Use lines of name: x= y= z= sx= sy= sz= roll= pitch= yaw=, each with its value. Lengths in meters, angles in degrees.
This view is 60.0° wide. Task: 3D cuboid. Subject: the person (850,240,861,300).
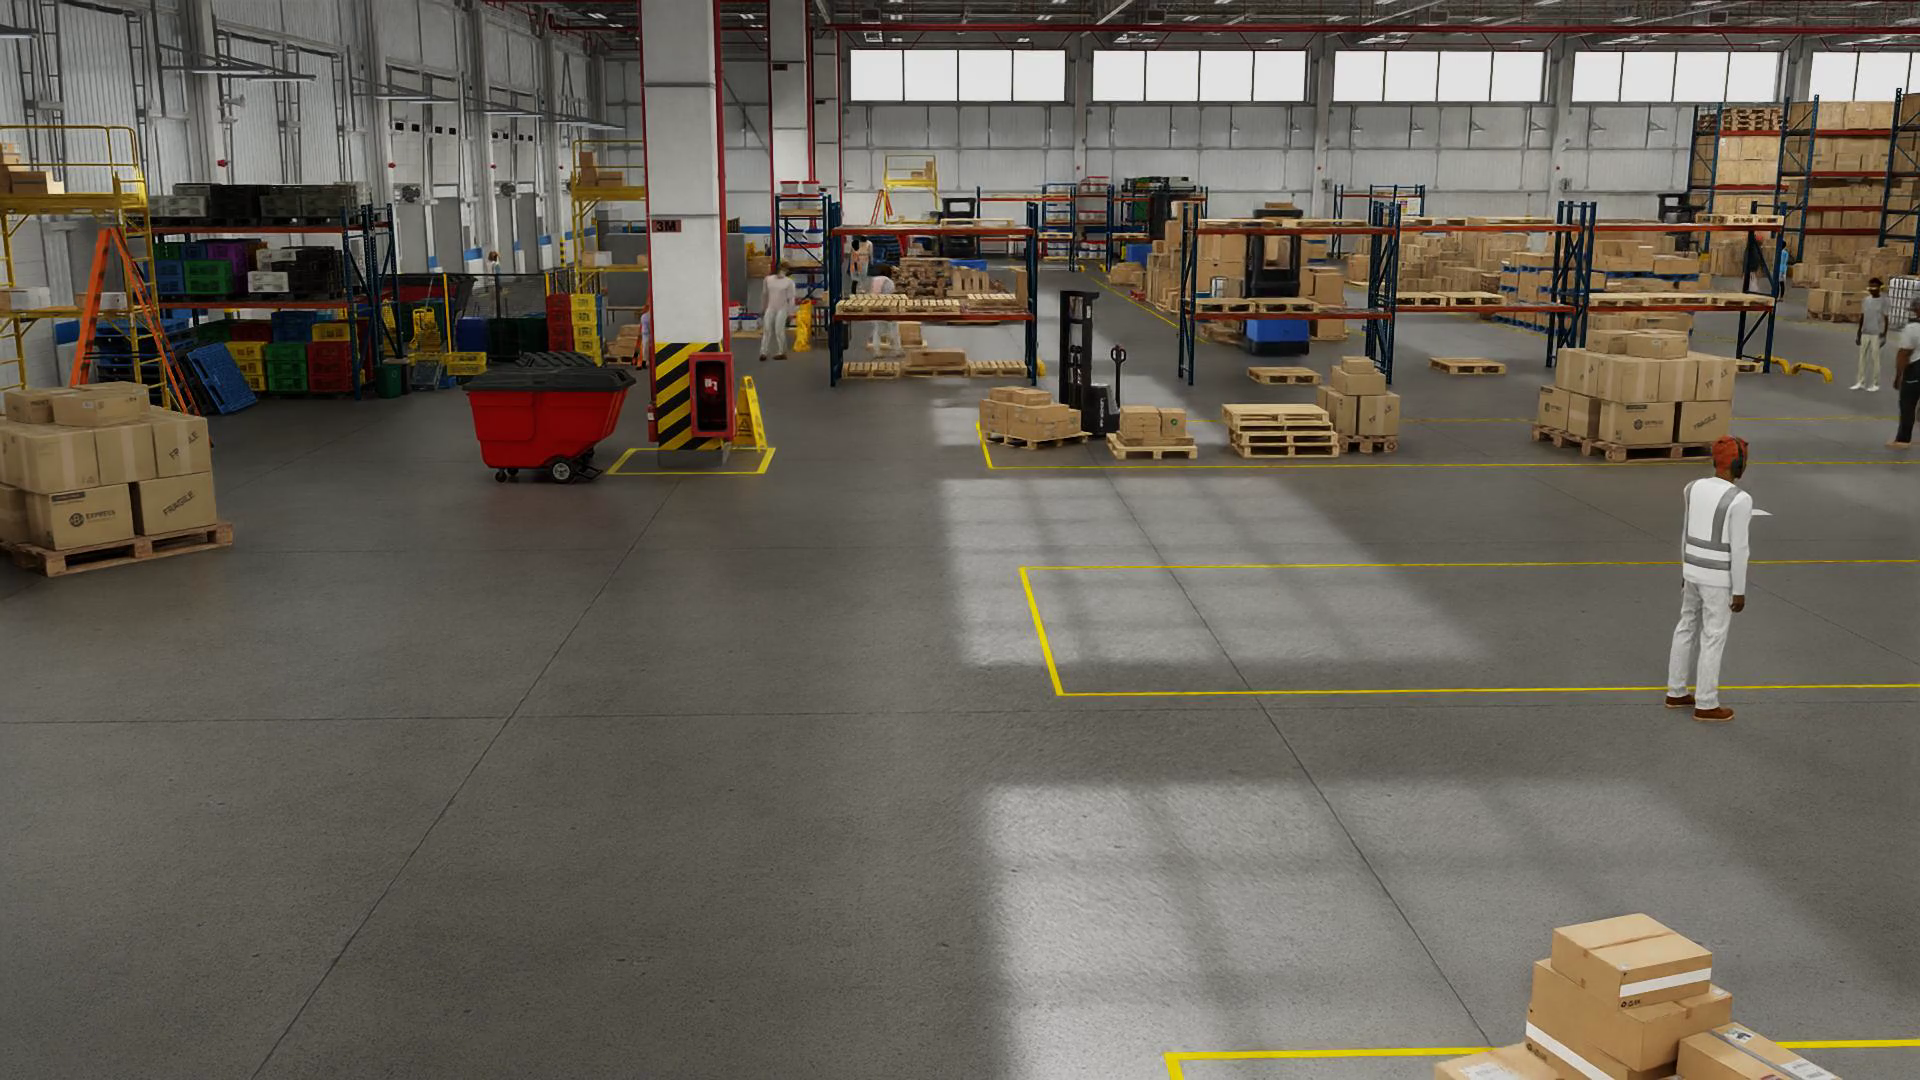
person: x=-2.889 y=-7.448 z=46.044 sx=0.319 sy=1.696 sz=0.532 roll=-2 pitch=13 yaw=-8

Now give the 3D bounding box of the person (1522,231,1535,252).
person: x=18.093 y=-9.131 z=53.215 sx=0.649 sy=1.894 sz=1.024 roll=-5 pitch=13 yaw=-21

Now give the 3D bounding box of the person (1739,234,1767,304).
person: x=21.059 y=-7.123 z=44.054 sx=0.612 sy=1.926 sz=1.055 roll=-10 pitch=16 yaw=-38

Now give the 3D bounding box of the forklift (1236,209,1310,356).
forklift: x=6.212 y=-5.097 z=32.735 sx=1.129 sy=2.768 sz=1.873 roll=0 pitch=12 yaw=-2

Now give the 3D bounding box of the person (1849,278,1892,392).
person: x=14.927 y=-3.361 z=27.228 sx=0.324 sy=1.858 sz=0.531 roll=-7 pitch=14 yaw=-28

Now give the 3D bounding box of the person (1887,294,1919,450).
person: x=12.459 y=-2.174 z=21.450 sx=0.843 sy=2.000 sz=0.631 roll=-1 pitch=13 yaw=-6

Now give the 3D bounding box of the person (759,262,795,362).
person: x=-3.490 y=-4.313 z=31.496 sx=0.699 sy=1.878 sz=0.709 roll=4 pitch=13 yaw=17

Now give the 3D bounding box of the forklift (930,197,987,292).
forklift: x=-0.008 y=-8.386 z=47.582 sx=1.129 sy=2.768 sz=1.873 roll=-5 pitch=13 yaw=-21

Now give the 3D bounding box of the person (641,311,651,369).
person: x=-4.325 y=-2.674 z=23.969 sx=0.595 sy=1.923 sz=0.381 roll=-9 pitch=15 yaw=-35

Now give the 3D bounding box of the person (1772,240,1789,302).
person: x=22.593 y=-7.405 z=45.848 sx=0.532 sy=1.697 sz=0.319 roll=-8 pitch=15 yaw=-31

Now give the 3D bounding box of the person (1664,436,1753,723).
person: x=4.919 y=0.251 z=10.885 sx=0.354 sy=1.876 sz=0.574 roll=-3 pitch=13 yaw=-14

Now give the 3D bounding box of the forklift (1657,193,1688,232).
forklift: x=24.080 y=-10.358 z=56.485 sx=1.129 sy=2.768 sz=1.873 roll=-3 pitch=13 yaw=-14

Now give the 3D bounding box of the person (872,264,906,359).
person: x=-1.357 y=-4.393 z=31.982 sx=0.854 sy=1.806 sz=0.650 roll=-10 pitch=16 yaw=-39

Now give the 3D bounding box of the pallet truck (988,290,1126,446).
pallet truck: x=1.257 y=-2.299 z=22.111 sx=1.885 sy=1.965 sz=0.823 roll=-9 pitch=15 yaw=-35

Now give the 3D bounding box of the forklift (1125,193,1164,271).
forklift: x=6.696 y=-10.486 z=57.066 sx=1.873 sy=2.768 sz=1.129 roll=-2 pitch=13 yaw=-8

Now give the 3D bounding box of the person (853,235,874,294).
person: x=-2.832 y=-8.154 z=48.804 sx=0.607 sy=1.877 sz=0.910 roll=-3 pitch=13 yaw=-11

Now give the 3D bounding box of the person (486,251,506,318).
person: x=-11.449 y=-6.268 z=40.867 sx=0.523 sy=1.631 sz=0.323 roll=11 pitch=17 yaw=41
